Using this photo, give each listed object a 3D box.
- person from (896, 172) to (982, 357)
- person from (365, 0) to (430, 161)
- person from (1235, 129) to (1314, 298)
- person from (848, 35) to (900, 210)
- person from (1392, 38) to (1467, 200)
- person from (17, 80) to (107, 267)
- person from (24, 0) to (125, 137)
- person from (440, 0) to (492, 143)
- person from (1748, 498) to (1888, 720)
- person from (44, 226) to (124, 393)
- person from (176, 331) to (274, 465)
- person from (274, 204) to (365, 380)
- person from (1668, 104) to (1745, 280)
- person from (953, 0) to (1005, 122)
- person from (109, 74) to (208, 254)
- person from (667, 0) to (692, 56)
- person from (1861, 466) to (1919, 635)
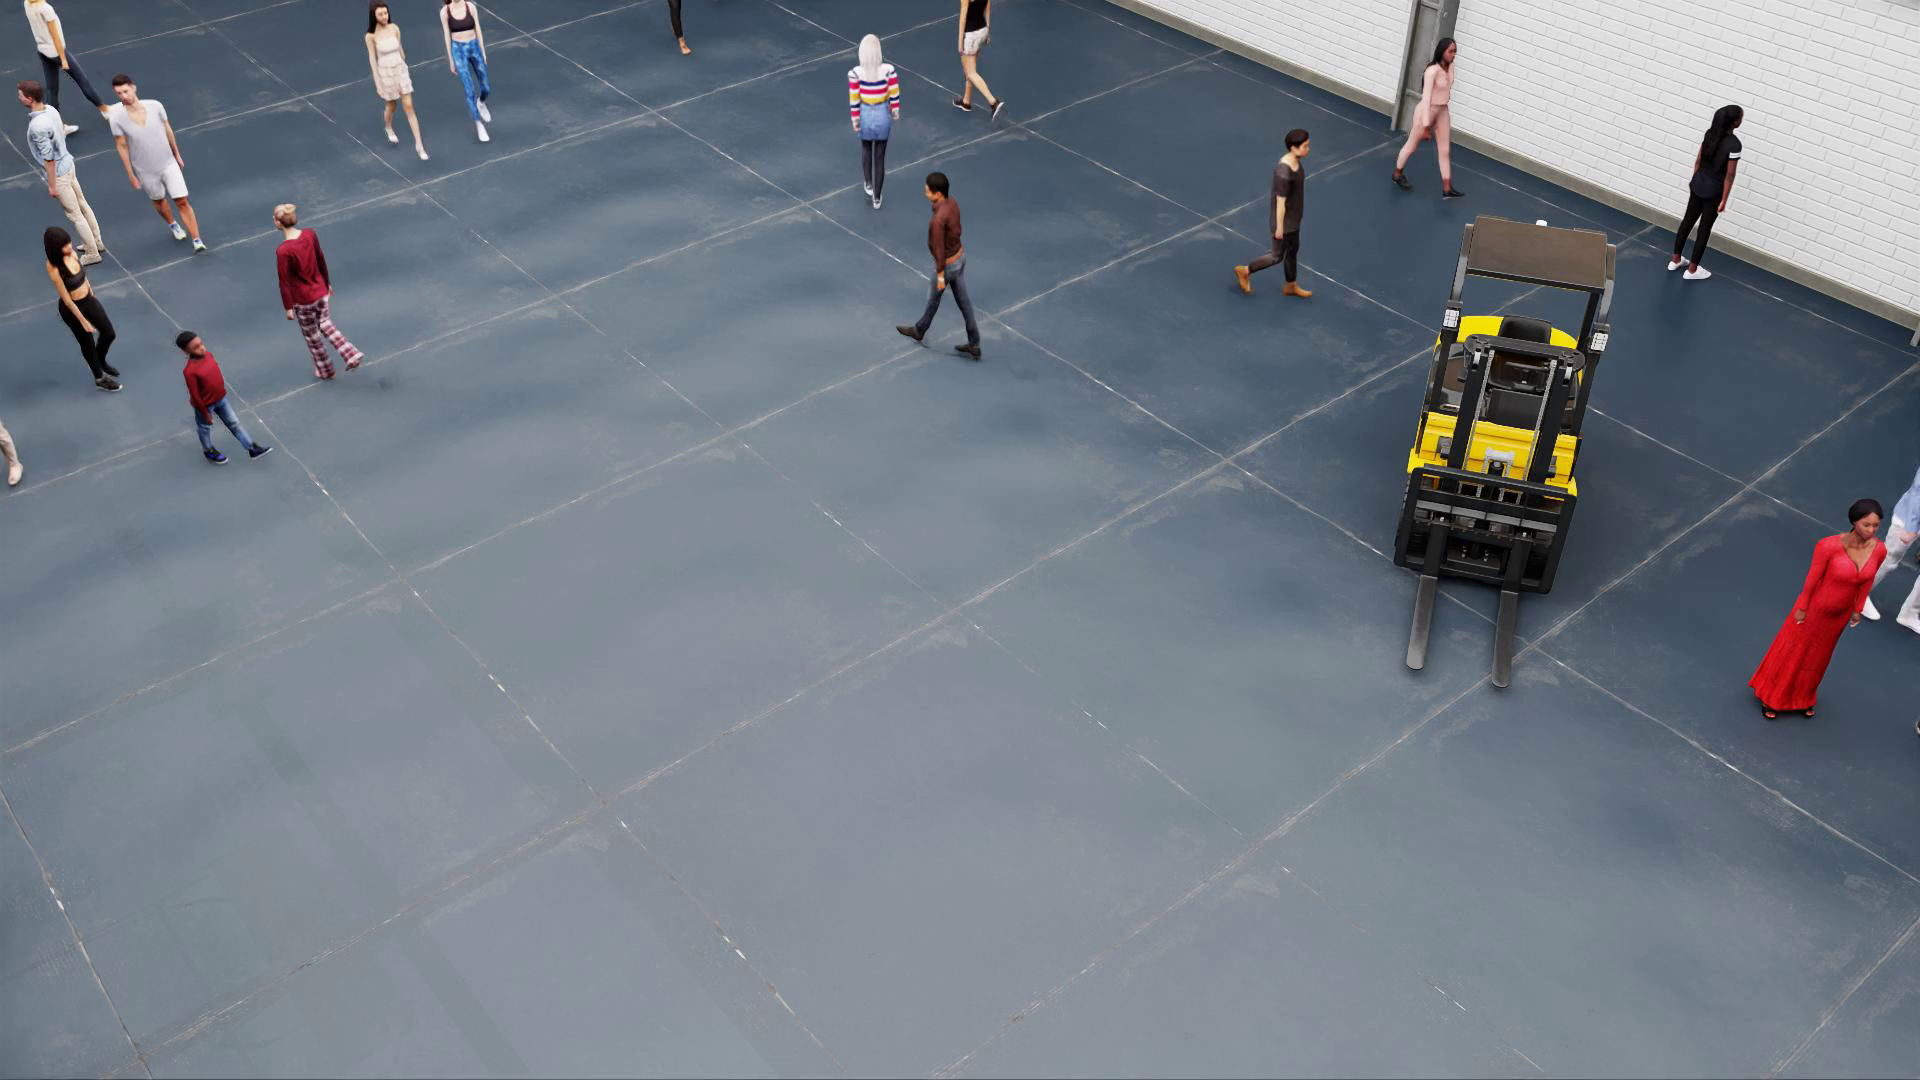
[{"bbox_3d":[-0.021,-2.383,14.651,1.194,1.722,1.012,14,41,17],"label":"person"},{"bbox_3d":[-6.161,-4.971,17.911,0.604,1.698,1.005,-31,48,-33],"label":"person"},{"bbox_3d":[2.968,-3.024,15.476,1.080,1.695,0.886,16,41,19],"label":"person"},{"bbox_3d":[-0.867,-4.223,16.900,0.866,1.791,0.929,0,39,0],"label":"person"},{"bbox_3d":[4.784,-4.366,17.171,0.665,1.676,1.087,-26,46,-29],"label":"person"},{"bbox_3d":[-8.652,-3.540,15.999,0.793,1.847,0.673,-6,39,-8],"label":"person"},{"bbox_3d":[-10.003,-5.273,18.227,1.070,1.776,0.925,19,42,22],"label":"person"},{"bbox_3d":[-5.432,-5.306,18.276,0.673,1.776,0.861,-18,42,-21],"label":"person"},{"bbox_3d":[5.744,0.465,11.043,0.718,1.784,0.763,-1,39,-1],"label":"person"},{"bbox_3d":[-7.600,-1.978,14.222,0.794,1.624,0.735,5,39,6],"label":"person"},{"bbox_3d":[-6.147,-1.140,13.489,0.905,1.231,0.769,12,40,14],"label":"person"},{"bbox_3d":[-5.537,-2.097,14.318,0.863,1.691,0.811,13,40,16],"label":"person"},{"bbox_3d":[7.128,-3.325,15.826,0.732,1.728,0.600,-14,41,-17],"label":"person"},{"bbox_3d":[0.214,-5.596,18.596,0.644,1.820,1.092,-30,48,-32],"label":"person"},{"bbox_3d":[-7.890,-3.697,16.234,0.774,1.801,1.190,-25,45,-28],"label":"person"},{"bbox_3d":[-3.511,-6.880,20.248,0.794,1.764,1.251,-18,42,-21],"label":"person"},{"bbox_3d":[6.781,-0.220,11.830,0.828,1.863,0.951,-15,41,-17],"label":"person"}]
